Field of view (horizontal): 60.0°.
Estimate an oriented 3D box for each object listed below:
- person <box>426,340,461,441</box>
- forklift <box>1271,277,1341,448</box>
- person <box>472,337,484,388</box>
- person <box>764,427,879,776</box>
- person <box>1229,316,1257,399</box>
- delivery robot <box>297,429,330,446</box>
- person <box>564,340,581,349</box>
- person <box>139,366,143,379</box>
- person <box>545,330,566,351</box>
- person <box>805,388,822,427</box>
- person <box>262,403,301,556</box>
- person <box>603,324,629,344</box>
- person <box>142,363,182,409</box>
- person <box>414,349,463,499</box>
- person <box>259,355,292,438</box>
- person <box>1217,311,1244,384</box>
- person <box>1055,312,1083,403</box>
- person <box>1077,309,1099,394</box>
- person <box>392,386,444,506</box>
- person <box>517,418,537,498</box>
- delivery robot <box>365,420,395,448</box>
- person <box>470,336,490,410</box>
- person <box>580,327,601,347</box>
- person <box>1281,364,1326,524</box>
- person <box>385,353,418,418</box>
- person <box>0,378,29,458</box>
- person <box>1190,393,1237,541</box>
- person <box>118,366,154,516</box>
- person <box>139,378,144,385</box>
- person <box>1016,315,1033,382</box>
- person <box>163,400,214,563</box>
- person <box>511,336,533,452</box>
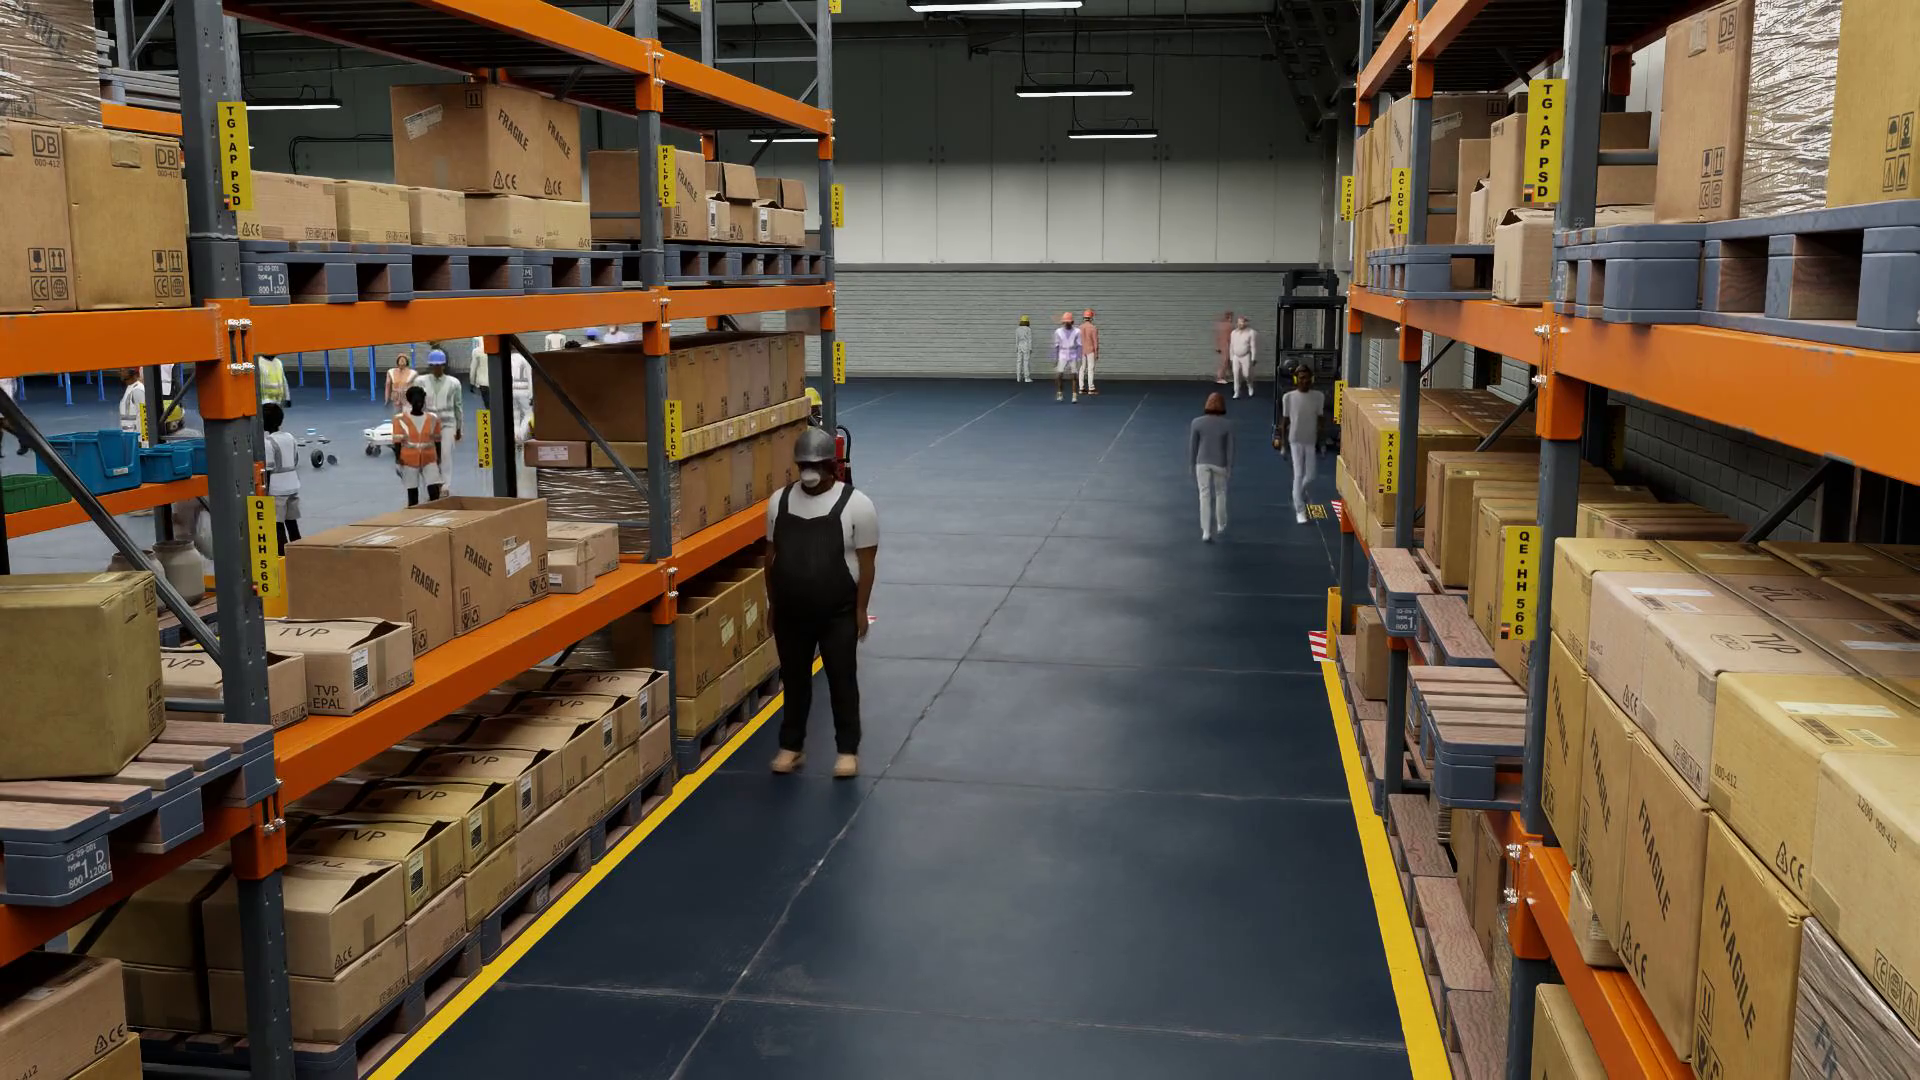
[{"bbox_3d":[-9.045,-2.656,28.451,0.974,1.947,0.636,-5,10,-27],"label":"person"},{"bbox_3d":[5.847,-3.016,27.970,1.129,2.768,1.873,1,9,9],"label":"forklift"},{"bbox_3d":[-11.729,-4.496,40.882,0.544,1.592,0.835,-5,10,-26],"label":"person"},{"bbox_3d":[-0.841,0.376,9.626,0.684,2.000,0.536,3,10,15],"label":"person"},{"bbox_3d":[6.473,-4.177,38.045,0.657,1.885,0.594,6,11,33],"label":"person"},{"bbox_3d":[-9.762,-1.556,25.027,0.335,0.223,0.698,1,9,9],"label":"delivery robot"},{"bbox_3d":[-5.339,-1.782,23.049,0.606,1.963,0.367,-1,9,-7],"label":"person"},{"bbox_3d":[-15.342,-3.033,31.367,0.315,1.770,0.524,0,9,-2],"label":"person"},{"bbox_3d":[-9.788,-4.425,40.346,0.523,1.638,0.310,-2,9,-11],"label":"person"},{"bbox_3d":[-1.400,-0.504,15.552,0.404,1.837,0.590,8,12,42],"label":"person"},{"bbox_3d":[-6.409,-0.447,15.651,0.317,1.693,0.535,2,9,9],"label":"person"},{"bbox_3d":[-7.280,-3.756,35.366,0.629,1.917,0.720,2,10,15],"label":"person"},{"bbox_3d":[-12.548,-2.265,26.179,0.594,1.917,0.379,0,9,2],"label":"person"},{"bbox_3d":[-6.713,-1.499,21.429,0.613,1.929,0.788,-2,9,-11],"label":"person"},{"bbox_3d":[-10.814,-2.227,26.279,0.918,1.798,0.655,3,10,18],"label":"person"},{"bbox_3d":[7.042,-4.972,43.028,0.946,1.867,0.650,-2,10,-15],"label":"person"},{"bbox_3d":[2.416,-4.031,36.772,0.643,2.015,0.515,1,9,7],"label":"person"},{"bbox_3d":[3.050,-4.477,39.559,0.619,1.997,0.373,8,12,41],"label":"person"},{"bbox_3d":[-5.818,-0.807,17.919,0.543,1.680,0.614,-5,10,-26],"label":"person"},{"bbox_3d":[-3.666,-0.224,14.133,0.586,1.740,0.541,-5,11,-29],"label":"person"},{"bbox_3d":[-9.131,-1.682,26.604,0.707,0.478,0.477,-8,12,-40],"label":"delivery robot"},{"bbox_3d":[-8.169,-2.711,28.809,0.633,1.944,1.012,-6,11,-32],"label":"person"},{"bbox_3d":[-6.598,-2.875,29.892,0.631,1.934,0.439,-5,11,-30],"label":"person"},{"bbox_3d":[4.010,-1.143,19.457,0.530,1.849,0.672,0,9,-3],"label":"person"},{"bbox_3d":[-8.981,-2.229,26.893,0.517,1.605,0.776,0,9,1],"label":"person"},{"bbox_3d":[-14.993,-2.244,26.033,0.699,1.921,0.550,-5,11,-29],"label":"person"},{"bbox_3d":[2.777,-0.818,18.267,0.507,1.584,0.865,2,9,11],"label":"person"},{"bbox_3d":[-9.895,-1.244,19.976,0.356,1.883,0.573,-6,11,-33],"label":"person"},{"bbox_3d":[-10.107,-1.236,20.719,0.552,1.610,0.359,6,11,34],"label":"person"},{"bbox_3d":[1.698,-5.043,43.836,0.488,1.743,0.321,7,12,37],"label":"person"},{"bbox_3d":[-6.873,-0.361,14.830,0.528,1.788,0.616,0,9,-1],"label":"person"},{"bbox_3d":[-7.125,-2.353,26.883,0.566,1.871,0.441,2,9,14],"label":"person"}]
